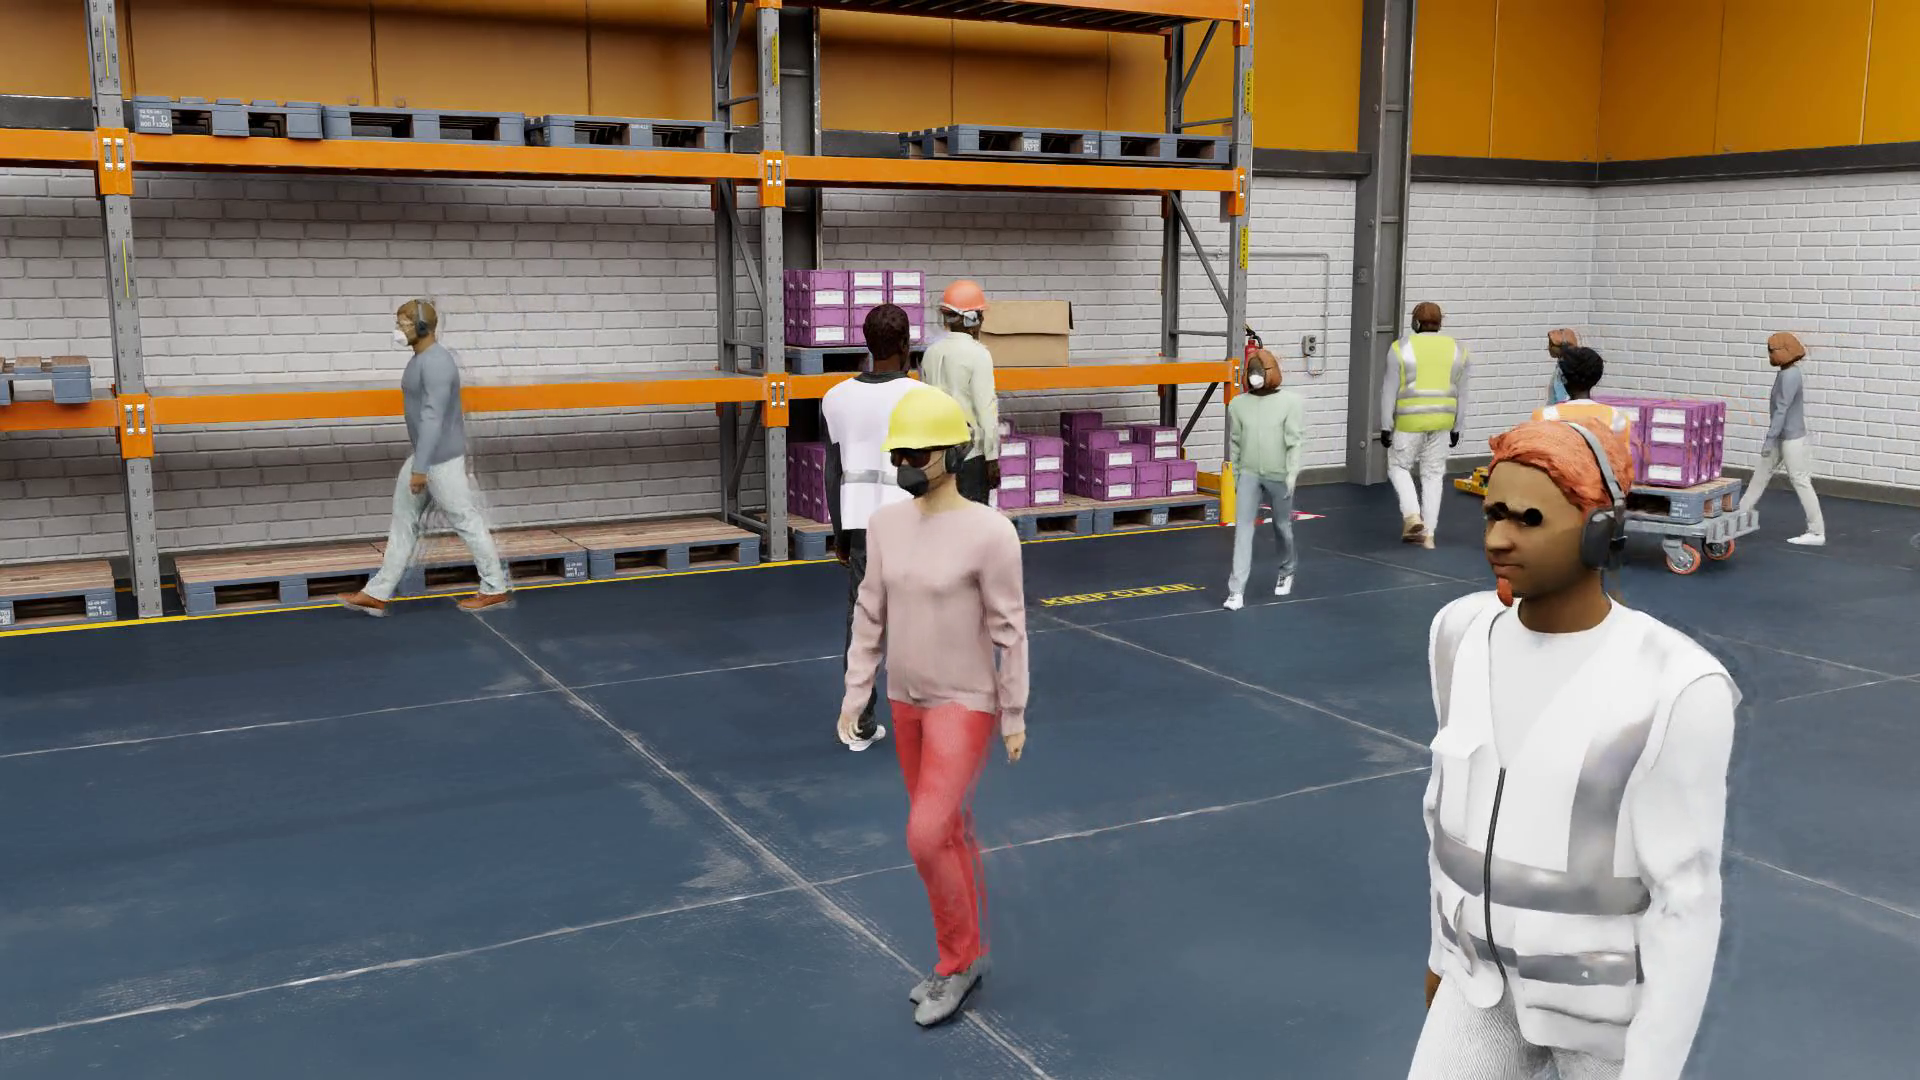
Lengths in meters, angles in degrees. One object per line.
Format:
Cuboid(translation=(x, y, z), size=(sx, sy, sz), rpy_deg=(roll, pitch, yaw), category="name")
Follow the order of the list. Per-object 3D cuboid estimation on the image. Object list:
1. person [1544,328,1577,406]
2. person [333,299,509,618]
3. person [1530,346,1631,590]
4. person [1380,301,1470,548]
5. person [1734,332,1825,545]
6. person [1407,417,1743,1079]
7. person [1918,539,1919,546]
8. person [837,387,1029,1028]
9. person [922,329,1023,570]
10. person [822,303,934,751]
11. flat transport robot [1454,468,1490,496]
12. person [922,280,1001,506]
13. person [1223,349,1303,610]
Cuboid(translation=(4.708, -0.873, 13.147), size=(0.895, 1.581, 0.529), rpy_deg=(3, 10, 18), category="person")
Cuboid(translation=(-3.167, -0.468, 9.804), size=(1.007, 1.882, 0.653), rpy_deg=(-5, 11, -29), category="person")
Cuboid(translation=(3.182, -0.176, 8.685), size=(0.552, 1.654, 0.834), rpy_deg=(0, 9, 3), category="person")
Cuboid(translation=(3.411, -0.840, 12.271), size=(0.674, 1.824, 0.443), rpy_deg=(-1, 9, -6), category="person")
Cuboid(translation=(6.097, -0.760, 12.474), size=(0.868, 1.577, 0.511), rpy_deg=(4, 10, 23), category="person")
Cuboid(translation=(0.850, 0.737, 2.603), size=(0.951, 1.831, 0.606), rpy_deg=(-6, 11, -31), category="person")
Cuboid(translation=(7.004, -0.712, 11.033), size=(0.586, 1.989, 1.067), rpy_deg=(-4, 10, -25), category="person")
Cuboid(translation=(-0.101, 0.457, 4.566), size=(0.539, 1.745, 0.528), rpy_deg=(9, 13, 44), category="person")
Cuboid(translation=(0.065, -0.664, 10.951), size=(0.923, 1.896, 0.669), rpy_deg=(-7, 12, -38), category="person")
Cuboid(translation=(-0.304, -0.034, 7.047), size=(0.592, 1.922, 0.392), rpy_deg=(5, 10, 26), category="person")
Cuboid(translation=(5.327, -0.546, 15.186), size=(1.431, 0.197, 0.652), rpy_deg=(-1, 9, -8), category="flat transport robot")
Cuboid(translation=(0.020, -0.506, 9.699), size=(0.376, 1.995, 0.612), rpy_deg=(-8, 12, -39), category="person")
Cuboid(translation=(1.887, -0.391, 10.274), size=(0.500, 1.582, 0.898), rpy_deg=(4, 10, 25), category="person")
